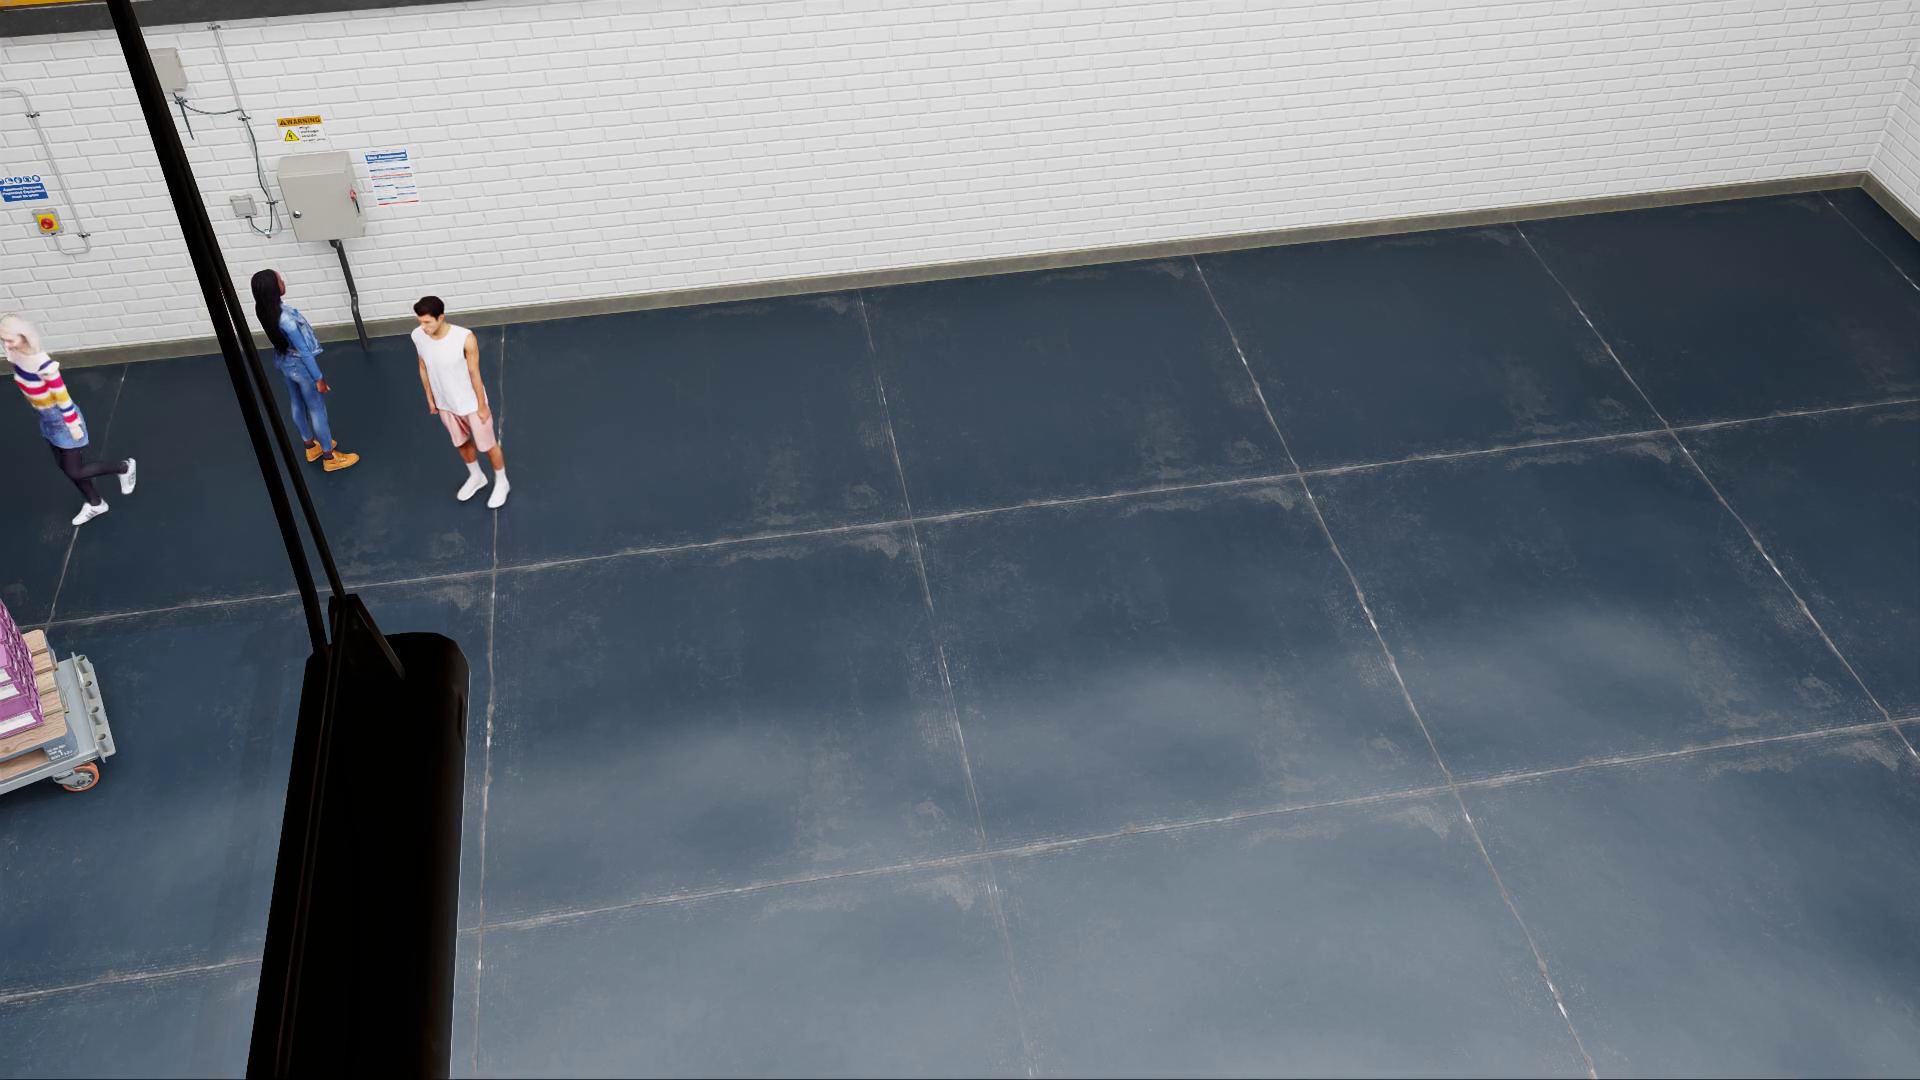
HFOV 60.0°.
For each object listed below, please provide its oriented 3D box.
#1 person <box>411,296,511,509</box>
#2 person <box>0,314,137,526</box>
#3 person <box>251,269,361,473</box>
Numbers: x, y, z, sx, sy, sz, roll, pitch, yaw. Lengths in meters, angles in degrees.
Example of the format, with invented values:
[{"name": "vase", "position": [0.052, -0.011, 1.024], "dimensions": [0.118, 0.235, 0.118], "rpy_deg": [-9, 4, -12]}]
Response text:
[{"name": "person", "position": [-3.525, -1.012, 11.784], "dimensions": [0.732, 1.778, 0.730], "rpy_deg": [11, 45, 11]}, {"name": "person", "position": [-6.225, -0.883, 11.635], "dimensions": [0.901, 1.795, 0.965], "rpy_deg": [26, 49, 25]}, {"name": "person", "position": [-4.807, -1.234, 12.064], "dimensions": [0.653, 1.713, 0.733], "rpy_deg": [30, 51, 28]}]
